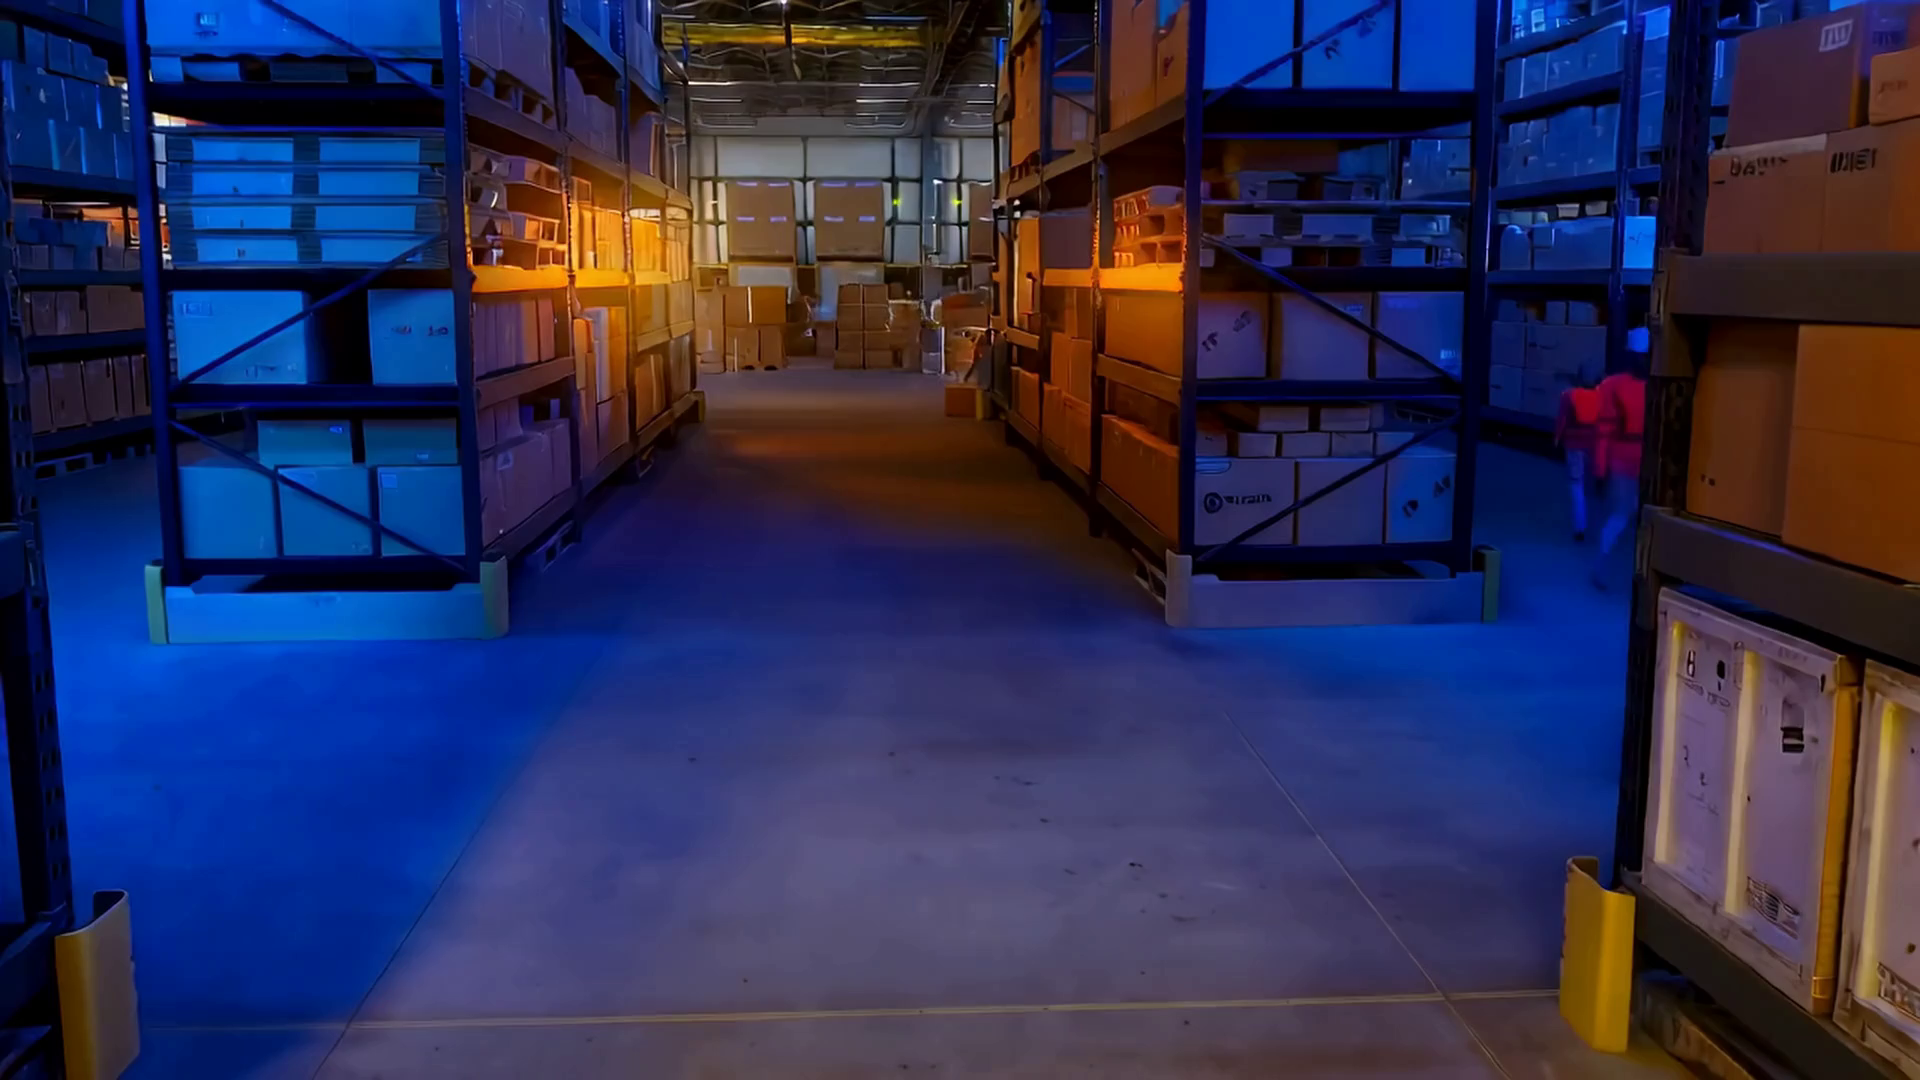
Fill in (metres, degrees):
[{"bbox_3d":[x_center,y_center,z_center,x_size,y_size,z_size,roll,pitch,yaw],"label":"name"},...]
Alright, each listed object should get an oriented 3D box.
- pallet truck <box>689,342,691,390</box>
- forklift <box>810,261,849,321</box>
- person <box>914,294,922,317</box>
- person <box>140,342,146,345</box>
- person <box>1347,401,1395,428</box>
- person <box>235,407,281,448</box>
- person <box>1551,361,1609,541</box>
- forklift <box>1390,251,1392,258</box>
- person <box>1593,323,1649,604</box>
[{"bbox_3d":[-5.225,-3.008,27.480,1.885,1.965,0.823,2,9,14],"label":"pallet truck"},{"bbox_3d":[-3.966,-7.837,55.042,1.873,2.768,1.129,3,9,16],"label":"forklift"},{"bbox_3d":[-1.765,-9.266,68.033,0.867,1.594,0.531,-3,10,-19],"label":"person"},{"bbox_3d":[-27.440,-7.555,56.038,0.376,1.995,0.609,1,9,8],"label":"person"},{"bbox_3d":[4.019,-1.187,16.559,0.648,1.833,0.436,-1,9,-7],"label":"person"},{"bbox_3d":[-7.273,-1.350,17.521,0.654,1.869,0.714,1,9,6],"label":"person"},{"bbox_3d":[5.592,-0.805,14.898,0.515,1.598,0.858,1,9,7],"label":"person"},{"bbox_3d":[8.247,-4.226,32.367,1.129,2.768,1.873,6,11,35],"label":"forklift"},{"bbox_3d":[4.799,-0.527,11.821,0.617,2.028,0.768,1,9,6],"label":"person"}]
